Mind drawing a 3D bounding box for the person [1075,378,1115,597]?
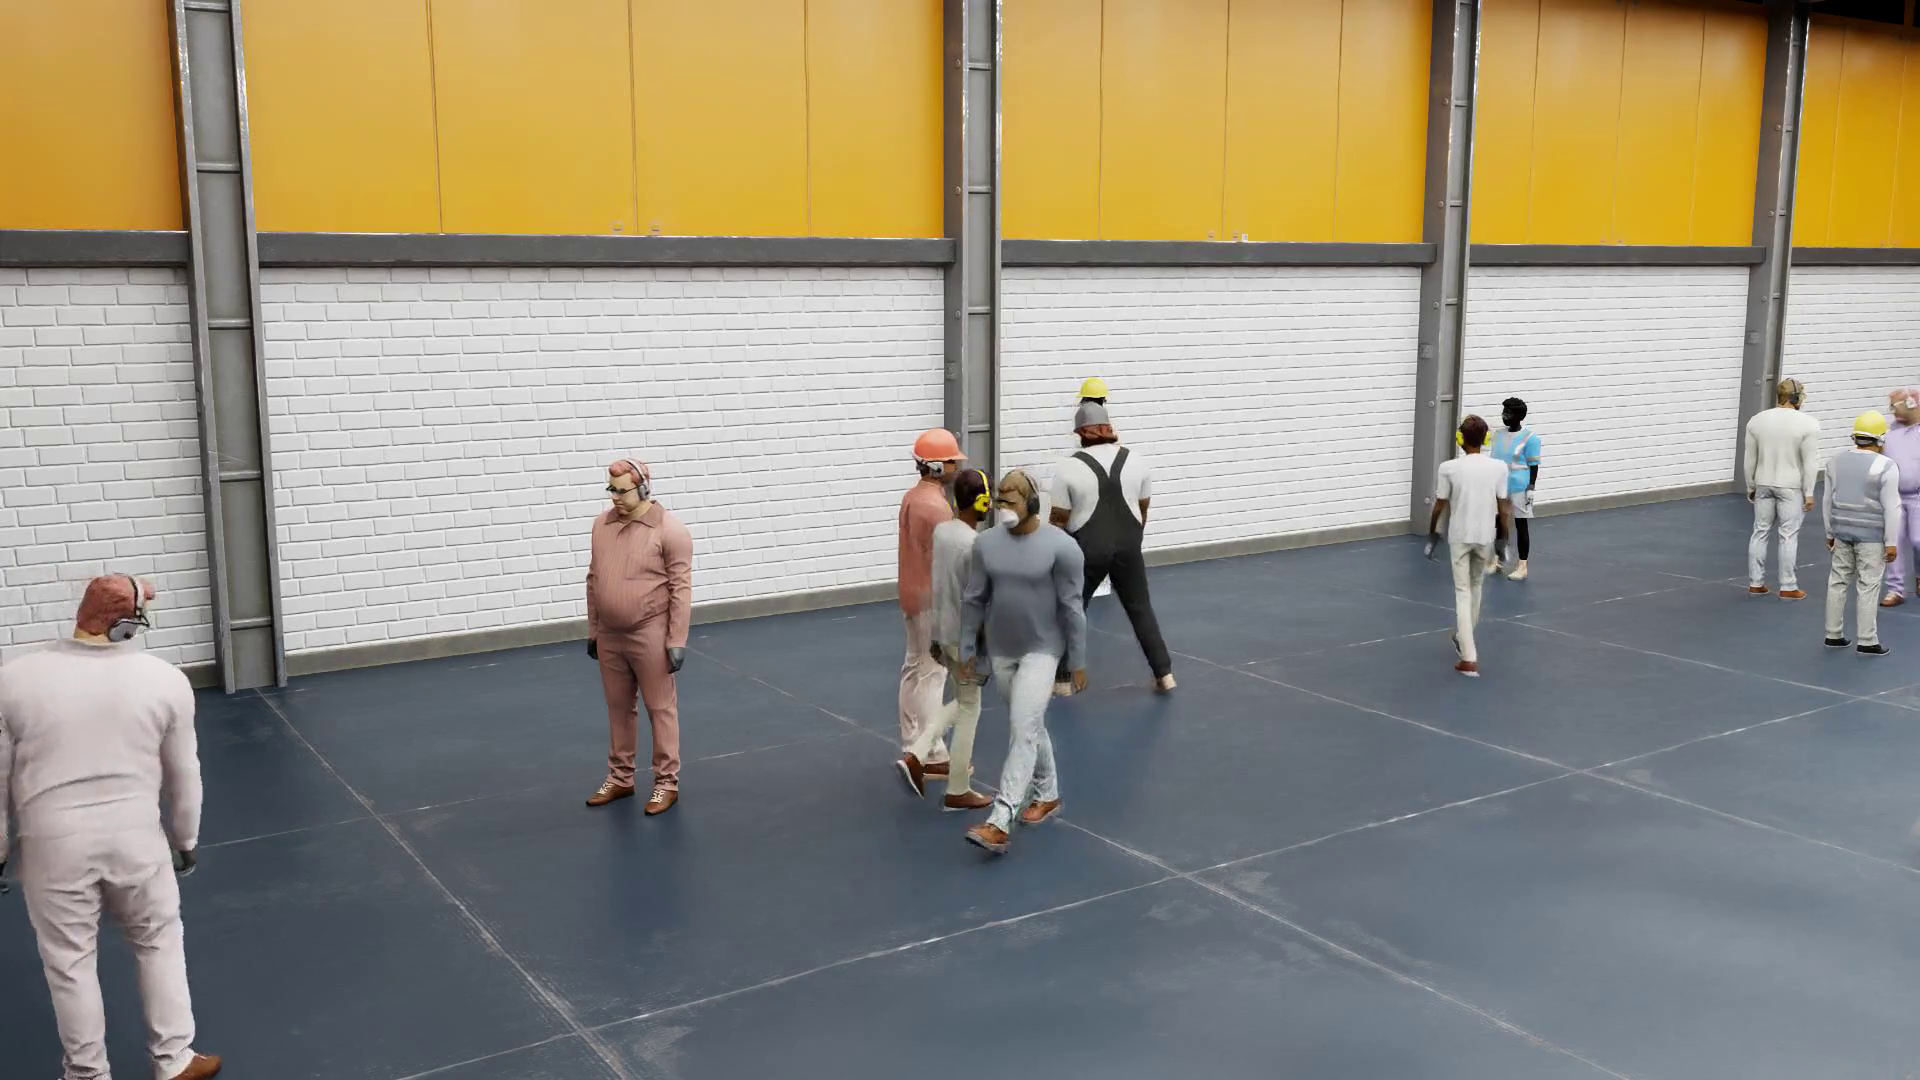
[{"bbox_3d":[1.186,-0.459,14.611,0.370,1.928,0.585,0,9,2],"label":"person"}]

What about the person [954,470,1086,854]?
[{"bbox_3d":[0.252,0.599,8.353,0.649,1.886,1.022,7,12,37],"label":"person"}]

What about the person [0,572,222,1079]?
[{"bbox_3d":[-2.960,1.051,5.723,0.712,1.867,0.439,-7,12,-36],"label":"person"}]

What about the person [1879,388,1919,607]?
[{"bbox_3d":[8.104,-0.363,14.209,0.556,1.866,0.679,-7,12,-38],"label":"person"}]

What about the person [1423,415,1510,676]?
[{"bbox_3d":[3.643,0.011,12.056,0.541,1.829,0.917,0,9,0],"label":"person"}]

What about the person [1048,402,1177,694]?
[{"bbox_3d":[0.995,0.039,11.269,0.881,2.000,0.617,-2,10,-14],"label":"person"}]

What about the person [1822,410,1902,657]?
[{"bbox_3d":[6.745,-0.050,12.423,0.404,1.836,0.599,-4,10,-25],"label":"person"}]

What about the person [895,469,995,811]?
[{"bbox_3d":[-0.034,0.544,8.800,0.488,1.844,0.564,-5,11,-30],"label":"person"}]

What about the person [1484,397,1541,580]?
[{"bbox_3d":[5.117,-0.481,15.427,0.317,1.698,0.540,-6,11,-32],"label":"person"}]

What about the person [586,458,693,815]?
[{"bbox_3d":[-1.737,0.509,8.864,0.639,1.902,0.407,5,10,25],"label":"person"}]

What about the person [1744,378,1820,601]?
[{"bbox_3d":[7.131,-0.440,14.473,0.376,1.937,0.629,-7,12,-36],"label":"person"}]

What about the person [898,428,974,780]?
[{"bbox_3d":[-0.156,0.356,9.497,0.395,1.994,0.612,-4,10,-21],"label":"person"}]
